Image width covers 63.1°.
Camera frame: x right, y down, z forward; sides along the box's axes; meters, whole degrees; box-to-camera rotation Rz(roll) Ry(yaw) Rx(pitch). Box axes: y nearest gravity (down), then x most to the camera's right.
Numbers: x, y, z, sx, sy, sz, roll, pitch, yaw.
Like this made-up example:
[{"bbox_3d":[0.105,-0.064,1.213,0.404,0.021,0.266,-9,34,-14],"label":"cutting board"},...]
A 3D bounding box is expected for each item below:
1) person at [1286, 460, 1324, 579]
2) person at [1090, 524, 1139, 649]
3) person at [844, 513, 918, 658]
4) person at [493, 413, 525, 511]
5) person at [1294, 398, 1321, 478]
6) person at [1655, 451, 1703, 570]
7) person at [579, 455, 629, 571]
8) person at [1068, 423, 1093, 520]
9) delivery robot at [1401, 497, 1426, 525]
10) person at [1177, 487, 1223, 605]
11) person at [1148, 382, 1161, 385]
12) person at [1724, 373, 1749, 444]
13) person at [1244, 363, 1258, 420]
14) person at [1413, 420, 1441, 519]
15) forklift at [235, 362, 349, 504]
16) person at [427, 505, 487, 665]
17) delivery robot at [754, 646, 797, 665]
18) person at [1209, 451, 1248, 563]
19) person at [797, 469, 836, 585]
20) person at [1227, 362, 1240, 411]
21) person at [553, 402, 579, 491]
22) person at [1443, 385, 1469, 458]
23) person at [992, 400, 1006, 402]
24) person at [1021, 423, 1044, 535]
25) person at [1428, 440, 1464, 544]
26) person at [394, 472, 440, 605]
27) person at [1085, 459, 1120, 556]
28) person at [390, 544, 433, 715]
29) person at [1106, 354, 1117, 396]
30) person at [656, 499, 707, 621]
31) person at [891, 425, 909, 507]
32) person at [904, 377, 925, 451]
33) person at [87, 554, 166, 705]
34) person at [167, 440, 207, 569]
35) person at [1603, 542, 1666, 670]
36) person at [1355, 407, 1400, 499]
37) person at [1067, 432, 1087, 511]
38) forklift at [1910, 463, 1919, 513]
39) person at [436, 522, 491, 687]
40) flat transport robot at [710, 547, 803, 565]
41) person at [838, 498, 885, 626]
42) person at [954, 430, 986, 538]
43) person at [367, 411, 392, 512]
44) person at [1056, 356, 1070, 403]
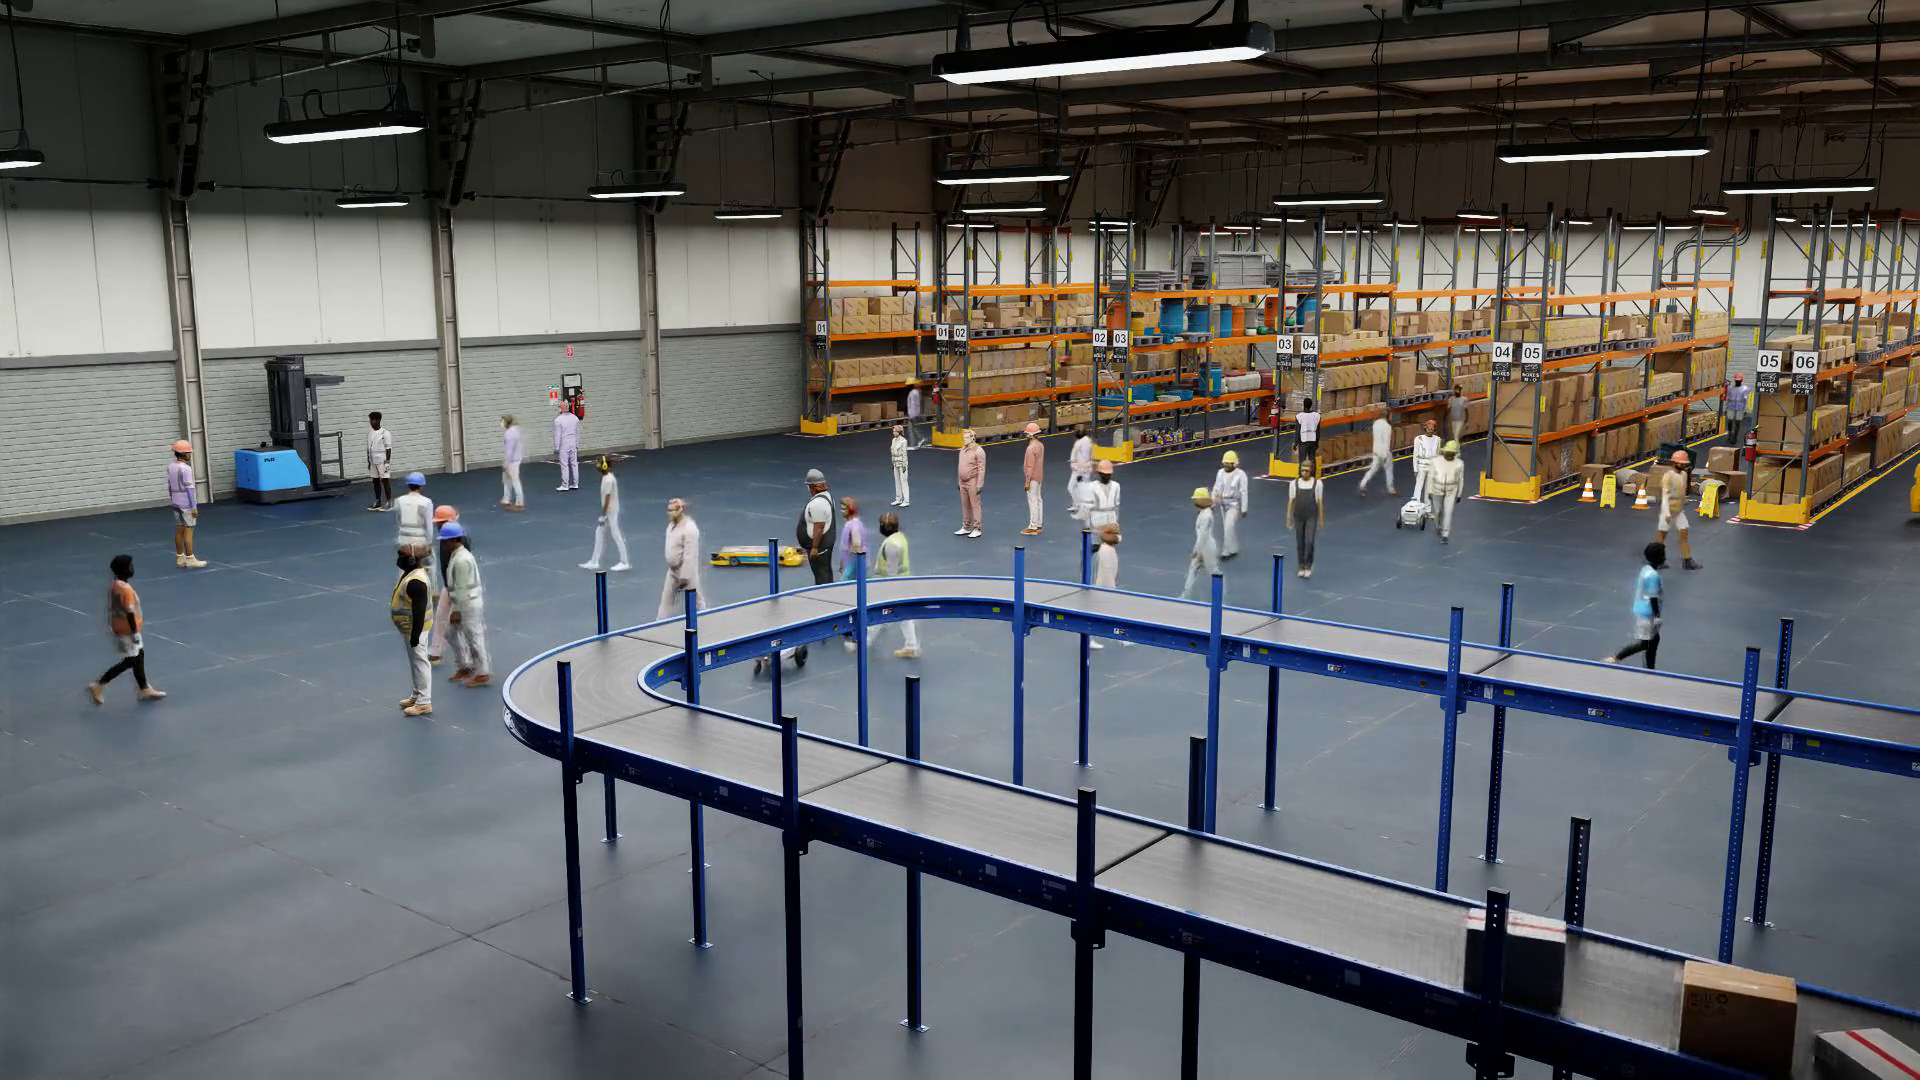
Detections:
[{"bbox_3d":[5.289,-0.308,24.053,0.552,1.823,0.688,4,11,22],"label":"person"},{"bbox_3d":[1.936,0.588,19.654,0.801,1.594,0.521,2,10,13],"label":"person"},{"bbox_3d":[-0.954,0.563,19.237,0.940,1.794,0.640,2,10,12],"label":"person"},{"bbox_3d":[-8.901,-1.520,30.592,0.721,1.921,0.661,-2,10,-10],"label":"person"},{"bbox_3d":[7.562,-2.135,34.083,0.589,1.920,0.392,-2,10,-13],"label":"person"},{"bbox_3d":[11.344,-0.451,24.658,0.573,1.897,0.911,-5,11,-28],"label":"person"},{"bbox_3d":[-5.626,-0.408,24.584,0.870,1.832,0.544,-4,11,-21],"label":"person"},{"bbox_3d":[2.243,-1.296,29.600,0.520,1.829,0.652,0,10,-1],"label":"person"},{"bbox_3d":[8.365,-0.544,28.819,0.477,0.478,0.707,5,11,26],"label":"delivery robot"},{"bbox_3d":[3.342,0.119,21.980,0.823,1.704,0.499,0,10,0],"label":"person"},{"bbox_3d":[6.336,-5.150,51.333,0.551,1.812,0.964,8,13,37],"label":"person"},{"bbox_3d":[20.720,-3.504,41.784,0.577,1.914,0.681,7,12,34],"label":"person"},{"bbox_3d":[9.033,-4.621,48.525,0.522,1.761,0.321,6,12,32],"label":"person"},{"bbox_3d":[8.871,-1.345,29.727,0.574,1.887,0.355,-3,11,-17],"label":"person"},{"bbox_3d":[-13.803,-2.244,32.110,1.129,2.768,1.873,8,13,37],"label":"forklift"},{"bbox_3d":[-6.143,0.565,18.784,0.627,1.950,0.922,9,13,41],"label":"person"},{"bbox_3d":[-2.188,1.249,18.726,0.477,0.478,0.707,3,11,18],"label":"delivery robot"},{"bbox_3d":[4.313,-0.541,25.455,0.782,1.802,0.615,-7,12,-35],"label":"person"},{"bbox_3d":[-1.985,0.049,21.567,0.536,2.000,0.682,2,10,9],"label":"person"},{"bbox_3d":[9.006,-5.034,51.279,0.523,1.603,0.750,8,13,38],"label":"person"},{"bbox_3d":[-8.420,-2.002,33.386,0.407,1.902,0.639,7,12,34],"label":"person"},{"bbox_3d":[12.273,-2.928,38.803,0.555,1.821,0.947,9,13,41],"label":"person"},{"bbox_3d":[1.199,-4.078,45.721,0.557,1.652,0.836,7,12,33],"label":"person"},{"bbox_3d":[1.308,-1.100,28.040,0.381,1.994,0.622,4,11,21],"label":"person"},{"bbox_3d":[8.483,-0.869,27.352,0.605,1.789,0.850,3,11,18],"label":"person"},{"bbox_3d":[-7.631,-0.001,22.064,0.617,1.909,0.844,2,10,10],"label":"person"},{"bbox_3d":[2.141,-0.293,23.760,0.550,1.916,0.750,-3,11,-18],"label":"person"},{"bbox_3d":[-5.919,0.951,16.921,0.429,1.846,0.626,-5,11,-25],"label":"person"},{"bbox_3d":[5.036,-5.248,51.846,0.598,1.830,0.403,8,13,37],"label":"person"},{"bbox_3d":[-3.622,0.406,19.934,0.975,1.852,0.676,-8,13,-38],"label":"person"},{"bbox_3d":[-1.201,-1.483,31.235,0.318,1.631,0.514,-6,12,-32],"label":"person"},{"bbox_3d":[-1.215,-3.272,40.498,0.459,1.908,0.615,2,10,12],"label":"person"},{"bbox_3d":[-9.218,0.985,17.188,0.704,1.678,0.538,-7,12,-33],"label":"person"},{"bbox_3d":[-12.350,-0.579,24.972,0.614,2.041,0.393,7,12,35],"label":"person"},{"bbox_3d":[7.850,0.836,18.035,0.674,1.675,0.536,4,11,21],"label":"person"},{"bbox_3d":[8.653,-1.803,32.268,0.917,1.908,0.631,-3,11,-18],"label":"person"},{"bbox_3d":[2.428,-1.364,30.570,0.600,1.620,0.529,-2,10,-13],"label":"person"},{"bbox_3d":[19.034,-1.348,28.998,2.313,2.155,1.214,8,13,37],"label":"forklift"},{"bbox_3d":[-5.706,0.739,17.894,0.611,1.924,0.623,-5,11,-26],"label":"person"},{"bbox_3d":[-3.296,0.249,25.417,1.431,0.197,0.652,0,10,1],"label":"flat transport robot"},{"bbox_3d":[-1.436,0.329,20.563,0.952,1.799,0.578,-1,10,-7],"label":"person"},{"bbox_3d":[0.165,-1.007,27.767,0.409,1.907,0.651,-8,13,-38],"label":"person"},{"bbox_3d":[-11.387,-1.546,30.630,0.606,1.967,0.367,5,11,27],"label":"person"},{"bbox_3d":[3.152,-4.682,48.293,0.614,1.965,0.760,9,13,40],"label":"person"}]
